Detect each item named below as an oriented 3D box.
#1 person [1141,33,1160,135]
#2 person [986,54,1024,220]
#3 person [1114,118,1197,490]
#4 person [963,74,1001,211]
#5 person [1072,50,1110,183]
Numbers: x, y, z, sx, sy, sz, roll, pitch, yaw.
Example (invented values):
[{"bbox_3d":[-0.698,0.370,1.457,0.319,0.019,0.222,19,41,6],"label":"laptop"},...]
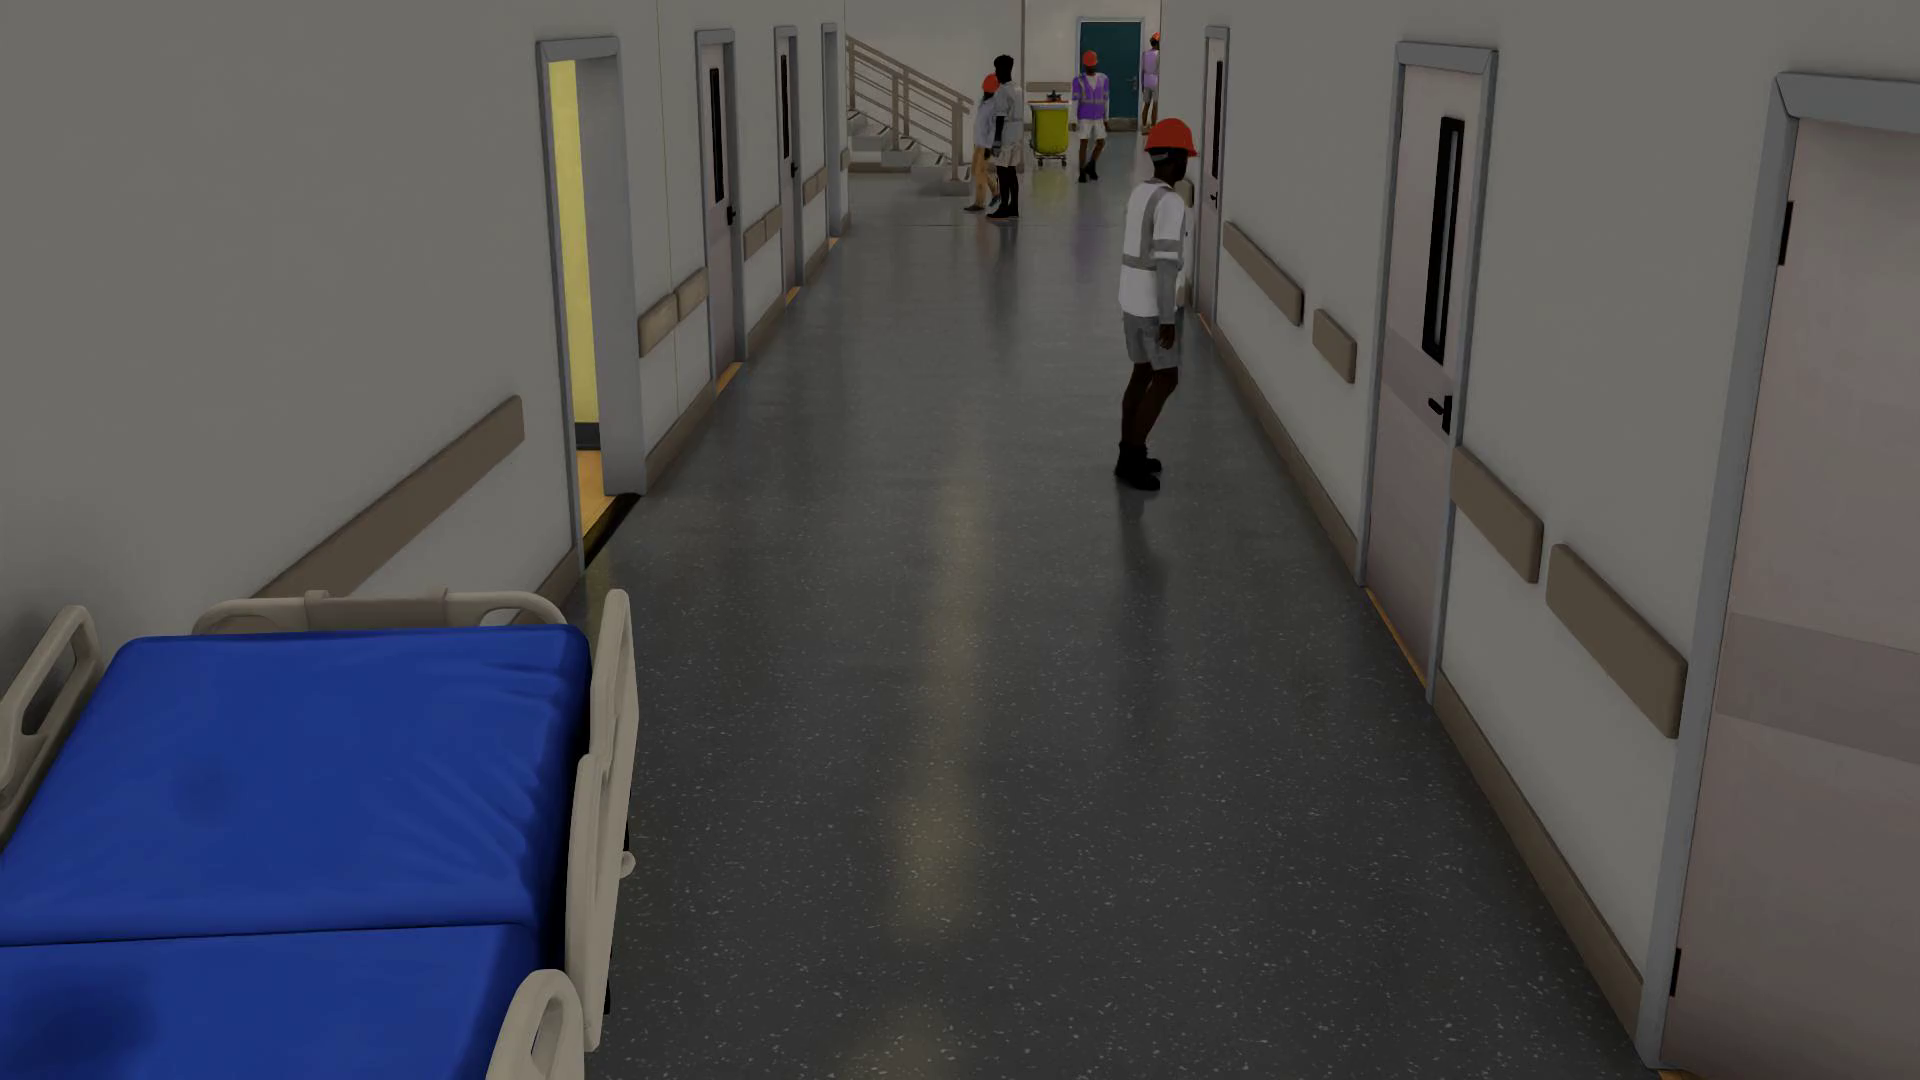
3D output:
[{"bbox_3d":[3.948,-9.246,33.782,0.410,2.028,0.617,-17,24,-42],"label":"person"},{"bbox_3d":[0.559,-4.862,20.131,0.389,1.951,0.615,8,19,23],"label":"person"},{"bbox_3d":[1.030,-1.249,8.827,0.493,1.915,0.599,-5,18,-14],"label":"person"},{"bbox_3d":[0.301,-5.000,20.959,0.510,1.701,0.601,-5,18,-14],"label":"person"},{"bbox_3d":[1.924,-6.241,24.530,0.575,1.904,0.524,-4,18,-12],"label":"person"}]
